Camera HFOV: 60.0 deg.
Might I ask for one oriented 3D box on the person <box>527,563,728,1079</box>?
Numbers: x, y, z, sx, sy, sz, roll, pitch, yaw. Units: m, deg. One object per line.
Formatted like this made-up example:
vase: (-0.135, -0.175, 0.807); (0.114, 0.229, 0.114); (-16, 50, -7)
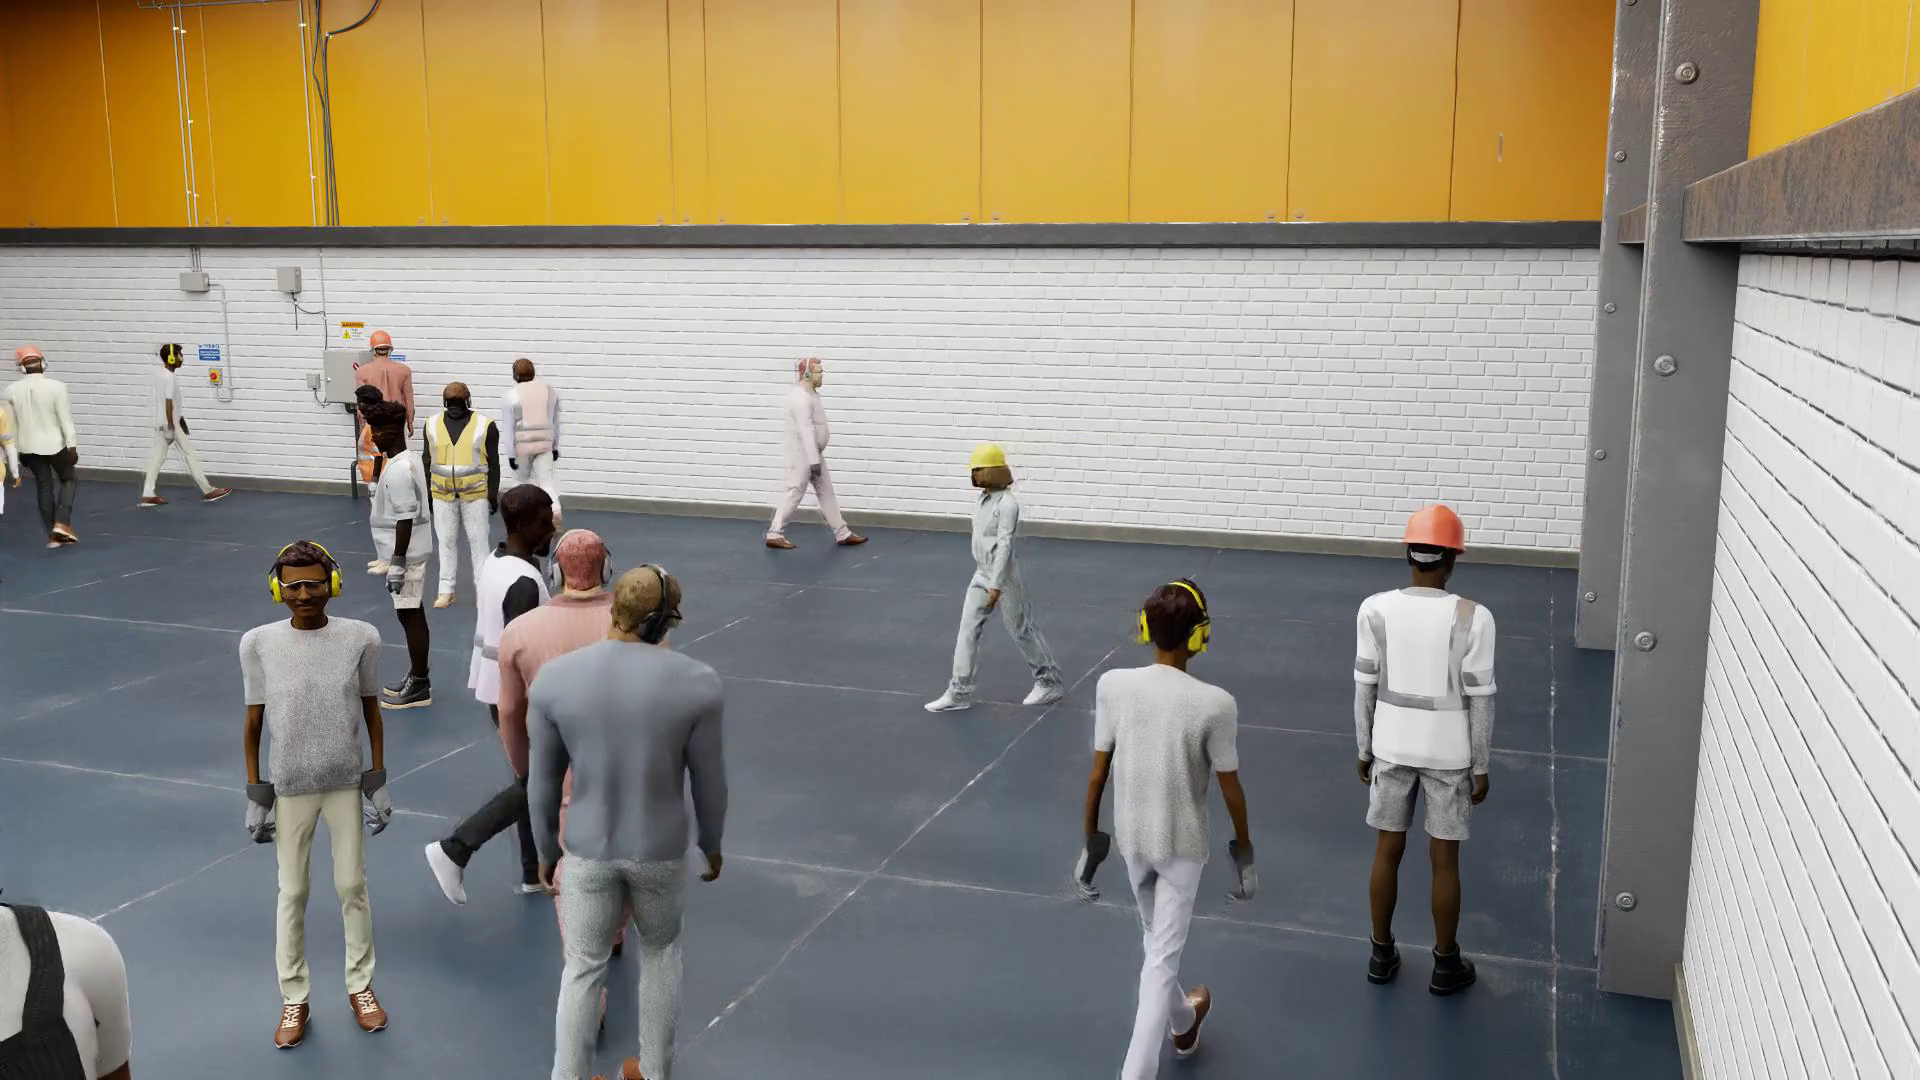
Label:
person: (-1.091, 1.023, 5.499); (0.644, 1.904, 0.438); (-1, 10, -4)

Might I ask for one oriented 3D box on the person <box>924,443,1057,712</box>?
person: (0.240, 0.232, 10.471); (0.886, 1.701, 0.497); (-6, 12, -30)

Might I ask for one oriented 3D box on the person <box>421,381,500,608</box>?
person: (-4.031, -0.362, 13.437); (0.622, 1.838, 0.429); (-1, 10, -4)

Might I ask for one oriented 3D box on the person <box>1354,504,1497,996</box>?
person: (1.818, 0.820, 6.522); (0.543, 1.928, 0.370); (6, 12, 30)

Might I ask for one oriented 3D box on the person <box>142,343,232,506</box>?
person: (-8.847, -1.307, 18.799); (0.966, 1.818, 0.545); (-8, 13, -39)

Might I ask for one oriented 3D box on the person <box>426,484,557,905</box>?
person: (-2.010, 0.693, 7.334); (0.649, 1.897, 0.594); (-5, 11, -27)

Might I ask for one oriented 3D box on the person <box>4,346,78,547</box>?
person: (-8.864, -0.904, 16.147); (0.662, 1.951, 0.433); (0, 10, -1)

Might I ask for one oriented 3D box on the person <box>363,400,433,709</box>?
person: (-3.545, 0.087, 10.562); (0.369, 1.958, 0.602); (-2, 10, -13)

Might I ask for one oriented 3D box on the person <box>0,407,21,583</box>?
person: (-8.499, -0.570, 14.447); (0.554, 1.895, 0.855); (-3, 11, -17)

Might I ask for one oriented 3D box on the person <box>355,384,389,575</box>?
person: (-5.196, -0.540, 14.836); (0.321, 1.694, 0.529); (-3, 10, -16)

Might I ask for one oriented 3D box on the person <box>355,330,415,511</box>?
person: (-6.301, -1.300, 18.266); (0.612, 1.997, 0.375); (-6, 12, -30)

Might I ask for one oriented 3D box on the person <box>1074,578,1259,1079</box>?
person: (0.738, 1.029, 5.640); (0.572, 1.817, 0.954); (7, 12, 33)

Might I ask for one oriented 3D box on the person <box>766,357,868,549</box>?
person: (-1.425, -0.828, 16.017); (0.973, 1.853, 0.658); (1, 10, 5)

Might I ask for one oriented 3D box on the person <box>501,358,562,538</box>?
person: (-4.251, -0.908, 16.579); (0.628, 1.816, 0.781); (-7, 12, -34)

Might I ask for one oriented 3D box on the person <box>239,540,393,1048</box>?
person: (-2.364, 0.919, 6.125); (0.510, 1.872, 0.328); (-5, 11, -24)

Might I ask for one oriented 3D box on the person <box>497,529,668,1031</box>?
person: (-1.443, 0.881, 6.431); (0.647, 1.844, 1.075); (-3, 11, -17)
